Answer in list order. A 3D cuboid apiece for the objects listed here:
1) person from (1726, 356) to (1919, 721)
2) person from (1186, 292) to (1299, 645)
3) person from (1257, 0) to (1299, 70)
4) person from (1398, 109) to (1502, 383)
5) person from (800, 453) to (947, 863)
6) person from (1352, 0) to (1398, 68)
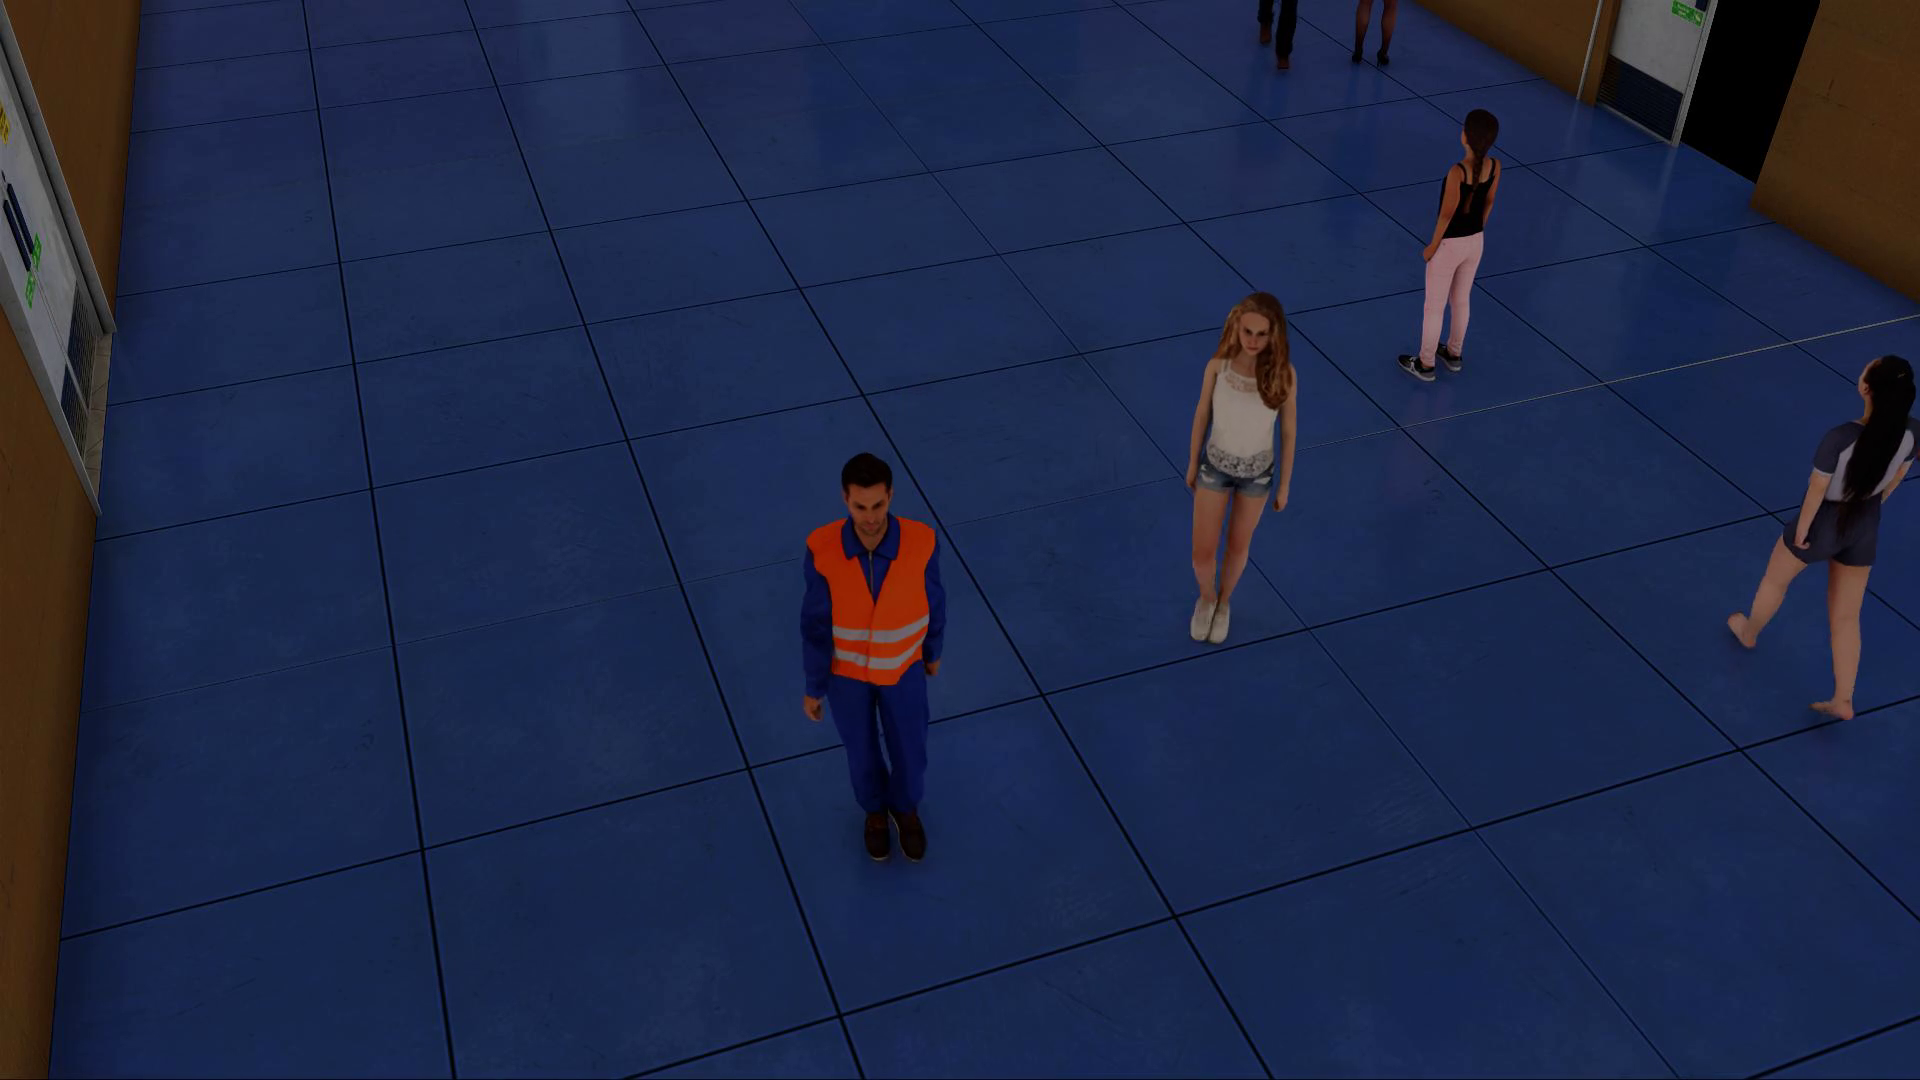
[{"bbox_3d":[3.683,0.022,6.890,1.052,1.616,0.880,0,37,0],"label":"person"},{"bbox_3d":[1.210,-0.334,7.250,0.667,1.753,0.759,7,37,9],"label":"person"},{"bbox_3d":[2.526,-4.663,13.056,1.221,1.706,1.097,4,37,5],"label":"person"},{"bbox_3d":[2.722,-1.611,9.107,0.468,1.565,0.606,-16,40,-21],"label":"person"},{"bbox_3d":[-0.331,0.421,6.162,0.718,1.851,0.834,-3,37,-4],"label":"person"},{"bbox_3d":[3.283,-4.520,12.851,0.627,1.706,0.714,11,38,15],"label":"person"}]
